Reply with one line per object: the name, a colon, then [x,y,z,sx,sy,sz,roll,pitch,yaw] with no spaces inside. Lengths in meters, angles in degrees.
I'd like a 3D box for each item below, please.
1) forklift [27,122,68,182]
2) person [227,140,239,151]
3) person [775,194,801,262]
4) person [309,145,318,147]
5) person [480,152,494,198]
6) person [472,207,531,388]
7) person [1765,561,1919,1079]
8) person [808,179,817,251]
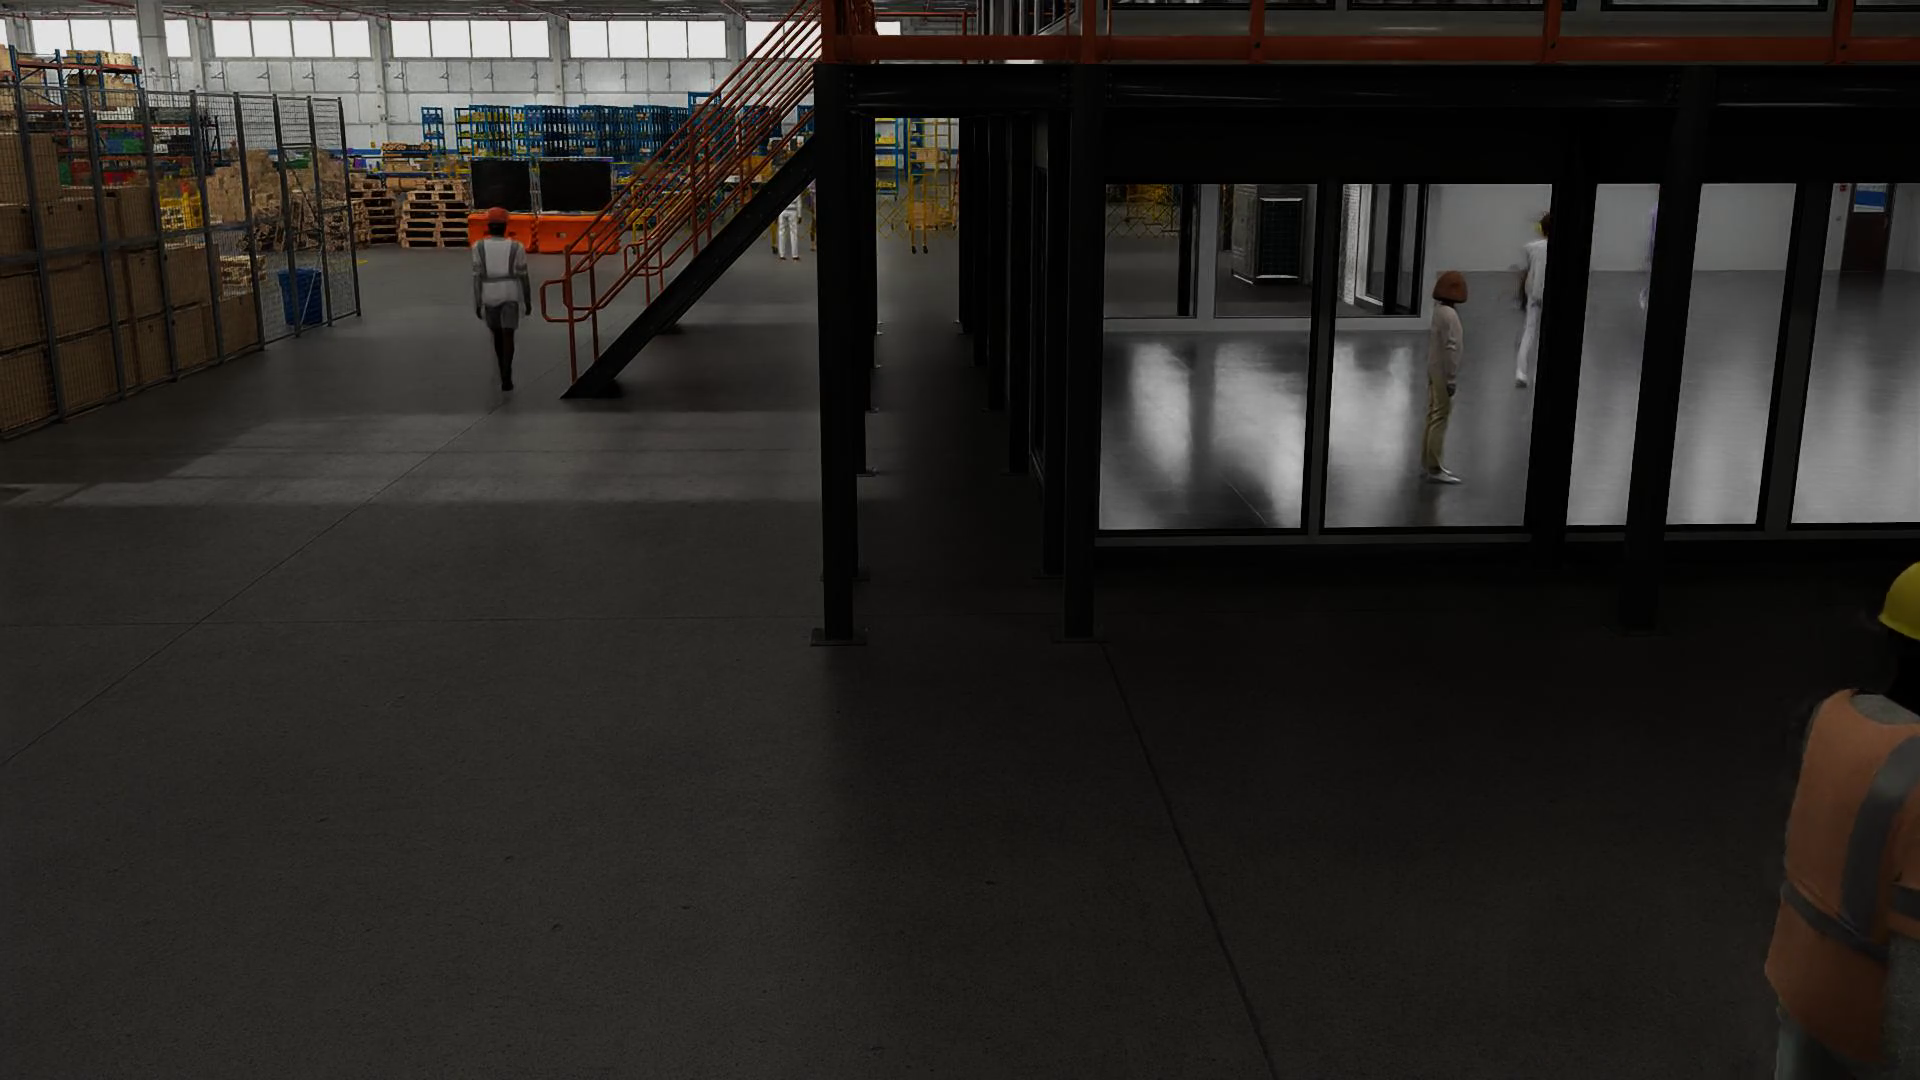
forklift: [-35.376,-14.773,64.377,1.129,2.768,1.873,-1,14,-2]
person: [-36.117,-18.898,82.724,0.658,1.956,0.931,-8,16,-30]
person: [-3.483,-6.571,33.619,0.575,1.883,0.362,3,14,11]
person: [-36.309,-21.523,93.498,0.633,1.834,0.431,-9,17,-31]
person: [-17.413,-13.408,61.272,0.898,1.722,0.536,-8,16,-29]
person: [-4.847,-2.567,17.619,0.564,1.889,1.008,-2,14,-10]
person: [2.019,0.955,3.486,0.750,1.900,0.622,0,14,2]
person: [-3.094,-7.361,36.453,0.375,2.044,0.605,7,15,24]
